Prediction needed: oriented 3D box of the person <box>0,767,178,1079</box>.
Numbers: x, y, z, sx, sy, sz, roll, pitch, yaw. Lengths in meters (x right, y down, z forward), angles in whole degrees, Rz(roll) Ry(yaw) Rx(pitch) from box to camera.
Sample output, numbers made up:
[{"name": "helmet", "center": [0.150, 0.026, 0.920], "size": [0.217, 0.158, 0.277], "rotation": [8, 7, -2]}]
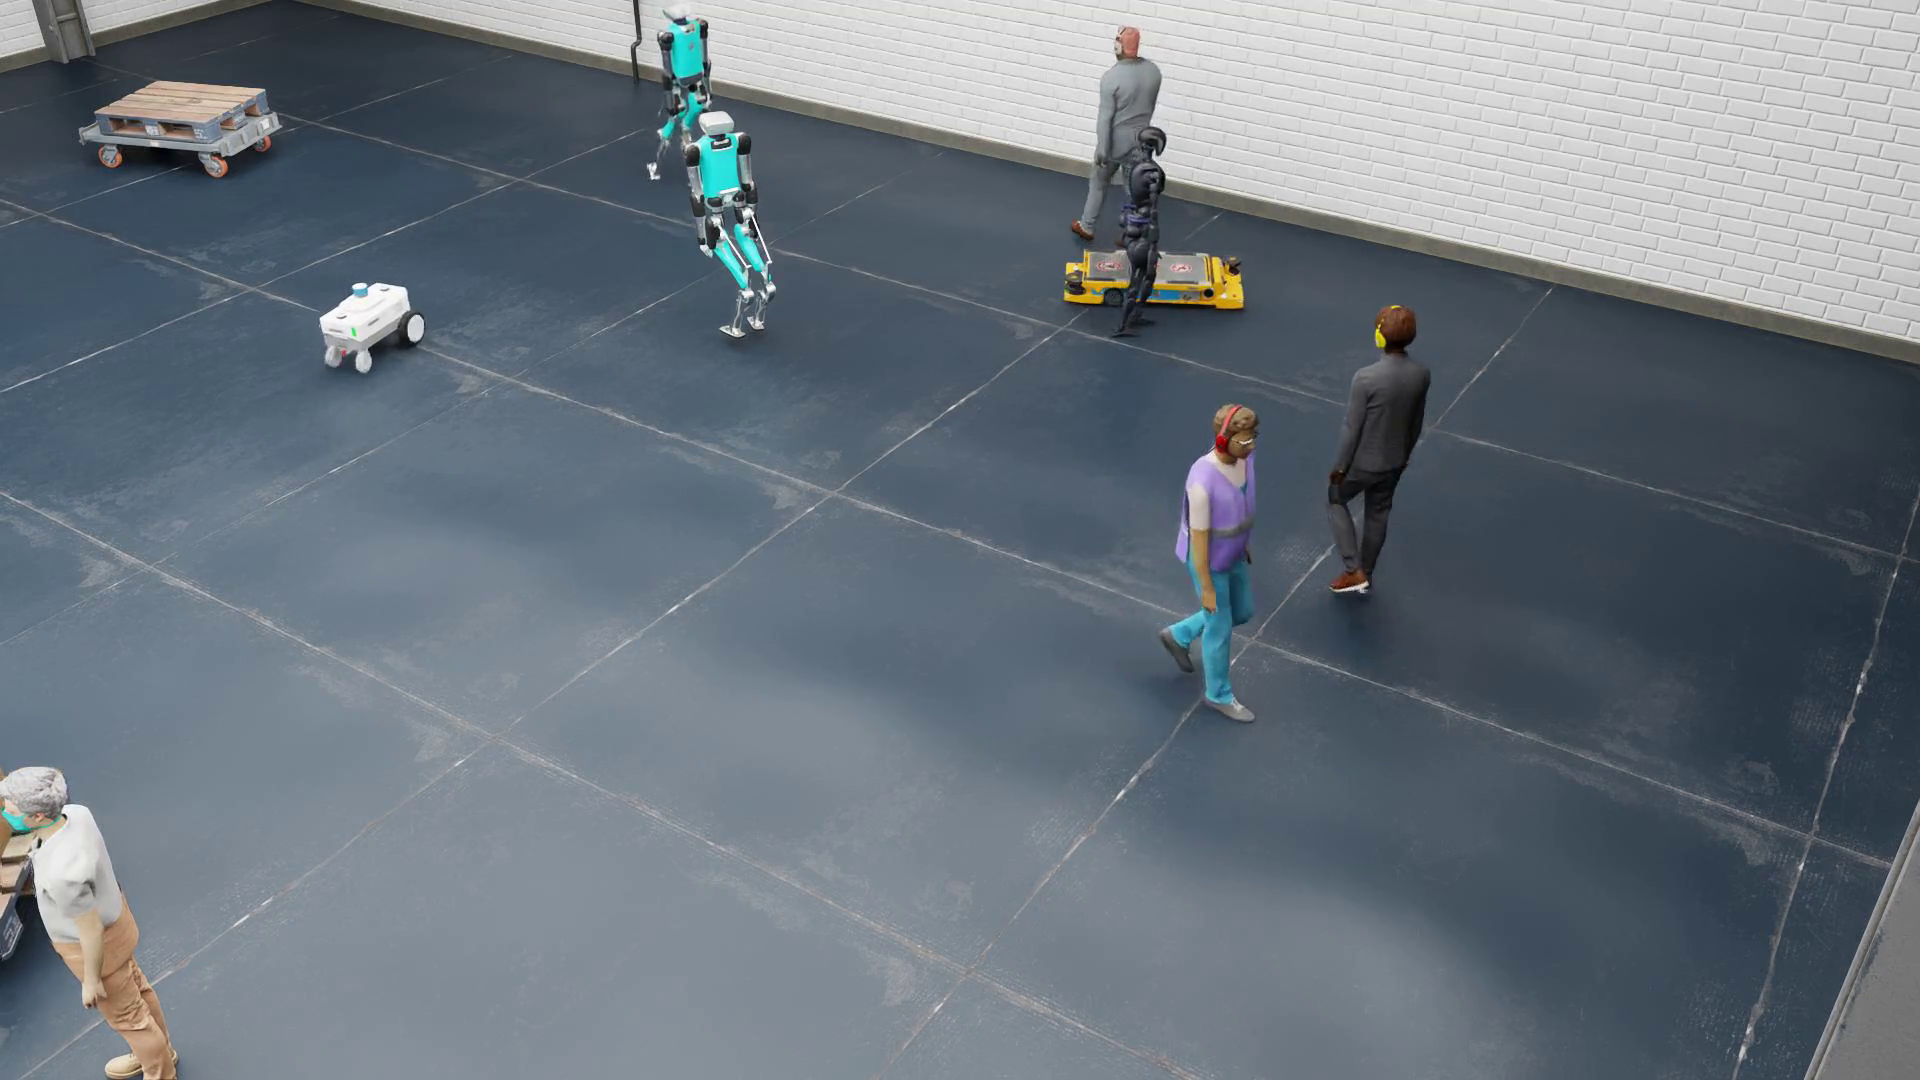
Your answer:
[{"name": "person", "center": [-3.371, 1.559, 6.463], "size": [0.320, 1.748, 0.471], "rotation": [-15, 36, -22]}]

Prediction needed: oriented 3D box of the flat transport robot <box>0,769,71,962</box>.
[{"name": "flat transport robot", "center": [-4.789, 1.700, 7.612], "size": [0.659, 0.231, 1.431], "rotation": [-5, 33, -8]}]

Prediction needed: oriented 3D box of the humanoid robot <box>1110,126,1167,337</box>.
[{"name": "humanoid robot", "center": [1.381, -2.315, 12.559], "size": [0.452, 1.642, 0.609], "rotation": [-6, 33, -9]}]

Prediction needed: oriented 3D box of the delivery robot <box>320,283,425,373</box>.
[{"name": "delivery robot", "center": [-4.470, -1.649, 12.546], "size": [0.499, 0.583, 0.774], "rotation": [11, 34, 17]}]

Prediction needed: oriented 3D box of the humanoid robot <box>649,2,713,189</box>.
[{"name": "humanoid robot", "center": [-2.668, -4.055, 15.264], "size": [0.856, 1.841, 0.561], "rotation": [26, 41, 35]}]

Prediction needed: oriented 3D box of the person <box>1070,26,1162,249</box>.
[{"name": "person", "center": [1.311, -3.414, 14.081], "size": [0.666, 1.879, 0.790], "rotation": [-19, 37, -27]}]

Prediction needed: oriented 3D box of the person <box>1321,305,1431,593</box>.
[{"name": "person", "center": [2.372, -0.489, 9.539], "size": [0.521, 1.861, 0.411], "rotation": [-10, 34, -15]}]

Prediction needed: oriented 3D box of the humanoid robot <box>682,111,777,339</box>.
[{"name": "humanoid robot", "center": [-1.634, -2.276, 12.316], "size": [0.533, 1.677, 0.735], "rotation": [-20, 38, -28]}]

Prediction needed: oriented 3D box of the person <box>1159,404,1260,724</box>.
[{"name": "person", "center": [1.349, 0.104, 8.655], "size": [0.614, 1.823, 0.573], "rotation": [22, 39, 31]}]

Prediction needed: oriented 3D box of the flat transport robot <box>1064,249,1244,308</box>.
[{"name": "flat transport robot", "center": [1.577, -2.124, 13.562], "size": [1.431, 0.231, 0.659], "rotation": [3, 33, 4]}]
